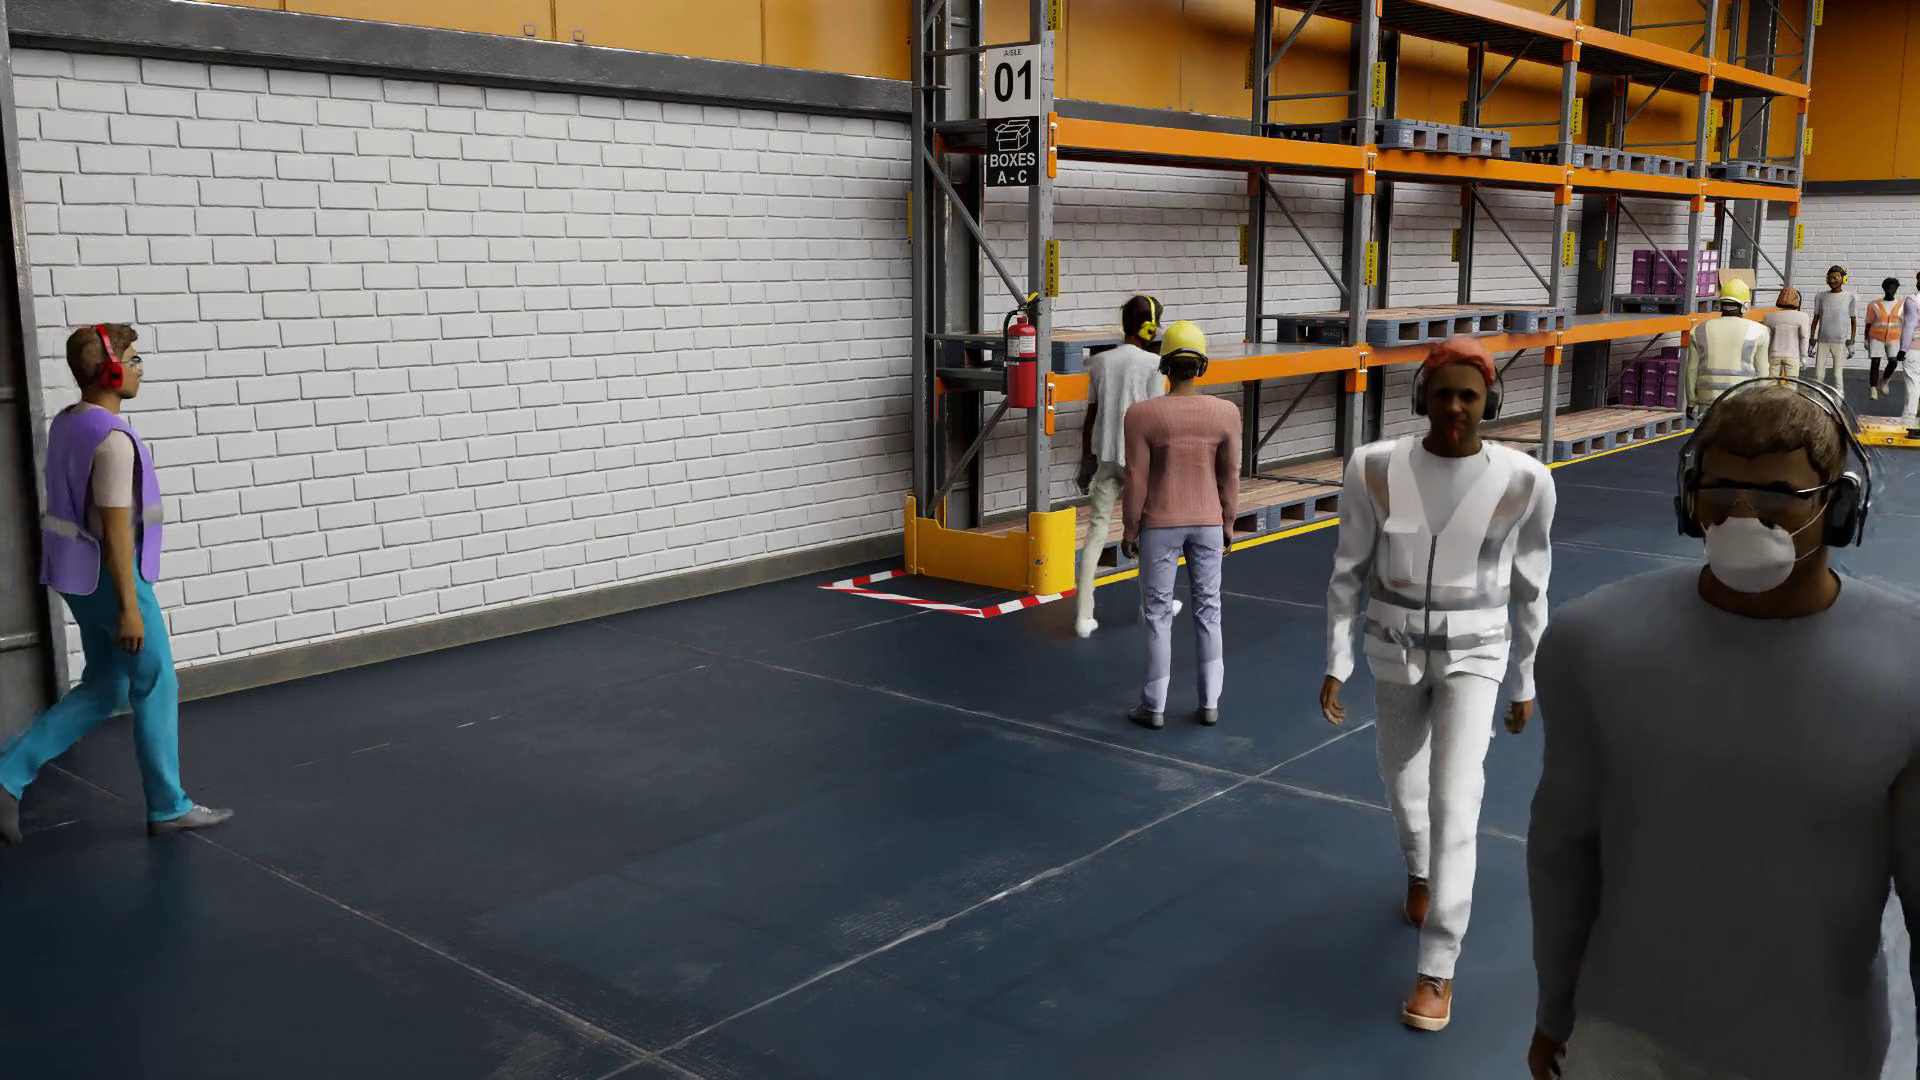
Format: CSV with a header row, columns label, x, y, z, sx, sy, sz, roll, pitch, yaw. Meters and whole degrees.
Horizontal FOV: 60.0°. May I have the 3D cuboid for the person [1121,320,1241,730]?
label,x,y,z,sx,sy,sz,roll,pitch,yaw
person,0.944,-0.056,7.186,0.526,1.768,0.315,-2,10,-10

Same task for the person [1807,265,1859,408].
label,x,y,z,sx,sy,sz,roll,pitch,yaw
person,10.529,-2.374,20.086,0.535,1.868,0.309,9,13,41

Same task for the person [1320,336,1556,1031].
label,x,y,z,sx,sy,sz,roll,pitch,yaw
person,1.366,0.337,4.734,0.578,1.850,0.929,5,11,26

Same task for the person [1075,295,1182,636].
label,x,y,z,sx,sy,sz,roll,pitch,yaw
person,0.929,-0.409,9.052,0.628,1.812,0.888,8,13,37

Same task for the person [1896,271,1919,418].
label,x,y,z,sx,sy,sz,roll,pitch,yaw
person,11.214,-2.244,19.422,0.636,1.842,0.429,-3,10,-16

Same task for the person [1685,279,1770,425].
label,x,y,z,sx,sy,sz,roll,pitch,yaw
person,5.951,-1.098,12.924,0.591,1.834,0.404,7,12,35

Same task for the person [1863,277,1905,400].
label,x,y,z,sx,sy,sz,roll,pitch,yaw
person,12.637,-2.748,22.724,0.550,1.681,0.403,4,11,22

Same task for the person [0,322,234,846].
label,x,y,z,sx,sy,sz,roll,pitch,yaw
person,-2.988,0.175,5.690,0.746,1.830,0.562,-9,14,-43

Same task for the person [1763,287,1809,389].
label,x,y,z,sx,sy,sz,roll,pitch,yaw
person,9.364,-2.050,18.909,0.498,1.634,0.279,8,13,38

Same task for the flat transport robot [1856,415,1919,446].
label,x,y,z,sx,sy,sz,roll,pitch,yaw
flat transport robot,9.984,-1.178,17.825,0.652,0.197,1.431,6,11,29

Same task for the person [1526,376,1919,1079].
label,x,y,z,sx,sy,sz,roll,pitch,yaw
person,1.154,0.707,2.443,0.637,1.914,0.891,7,12,35
